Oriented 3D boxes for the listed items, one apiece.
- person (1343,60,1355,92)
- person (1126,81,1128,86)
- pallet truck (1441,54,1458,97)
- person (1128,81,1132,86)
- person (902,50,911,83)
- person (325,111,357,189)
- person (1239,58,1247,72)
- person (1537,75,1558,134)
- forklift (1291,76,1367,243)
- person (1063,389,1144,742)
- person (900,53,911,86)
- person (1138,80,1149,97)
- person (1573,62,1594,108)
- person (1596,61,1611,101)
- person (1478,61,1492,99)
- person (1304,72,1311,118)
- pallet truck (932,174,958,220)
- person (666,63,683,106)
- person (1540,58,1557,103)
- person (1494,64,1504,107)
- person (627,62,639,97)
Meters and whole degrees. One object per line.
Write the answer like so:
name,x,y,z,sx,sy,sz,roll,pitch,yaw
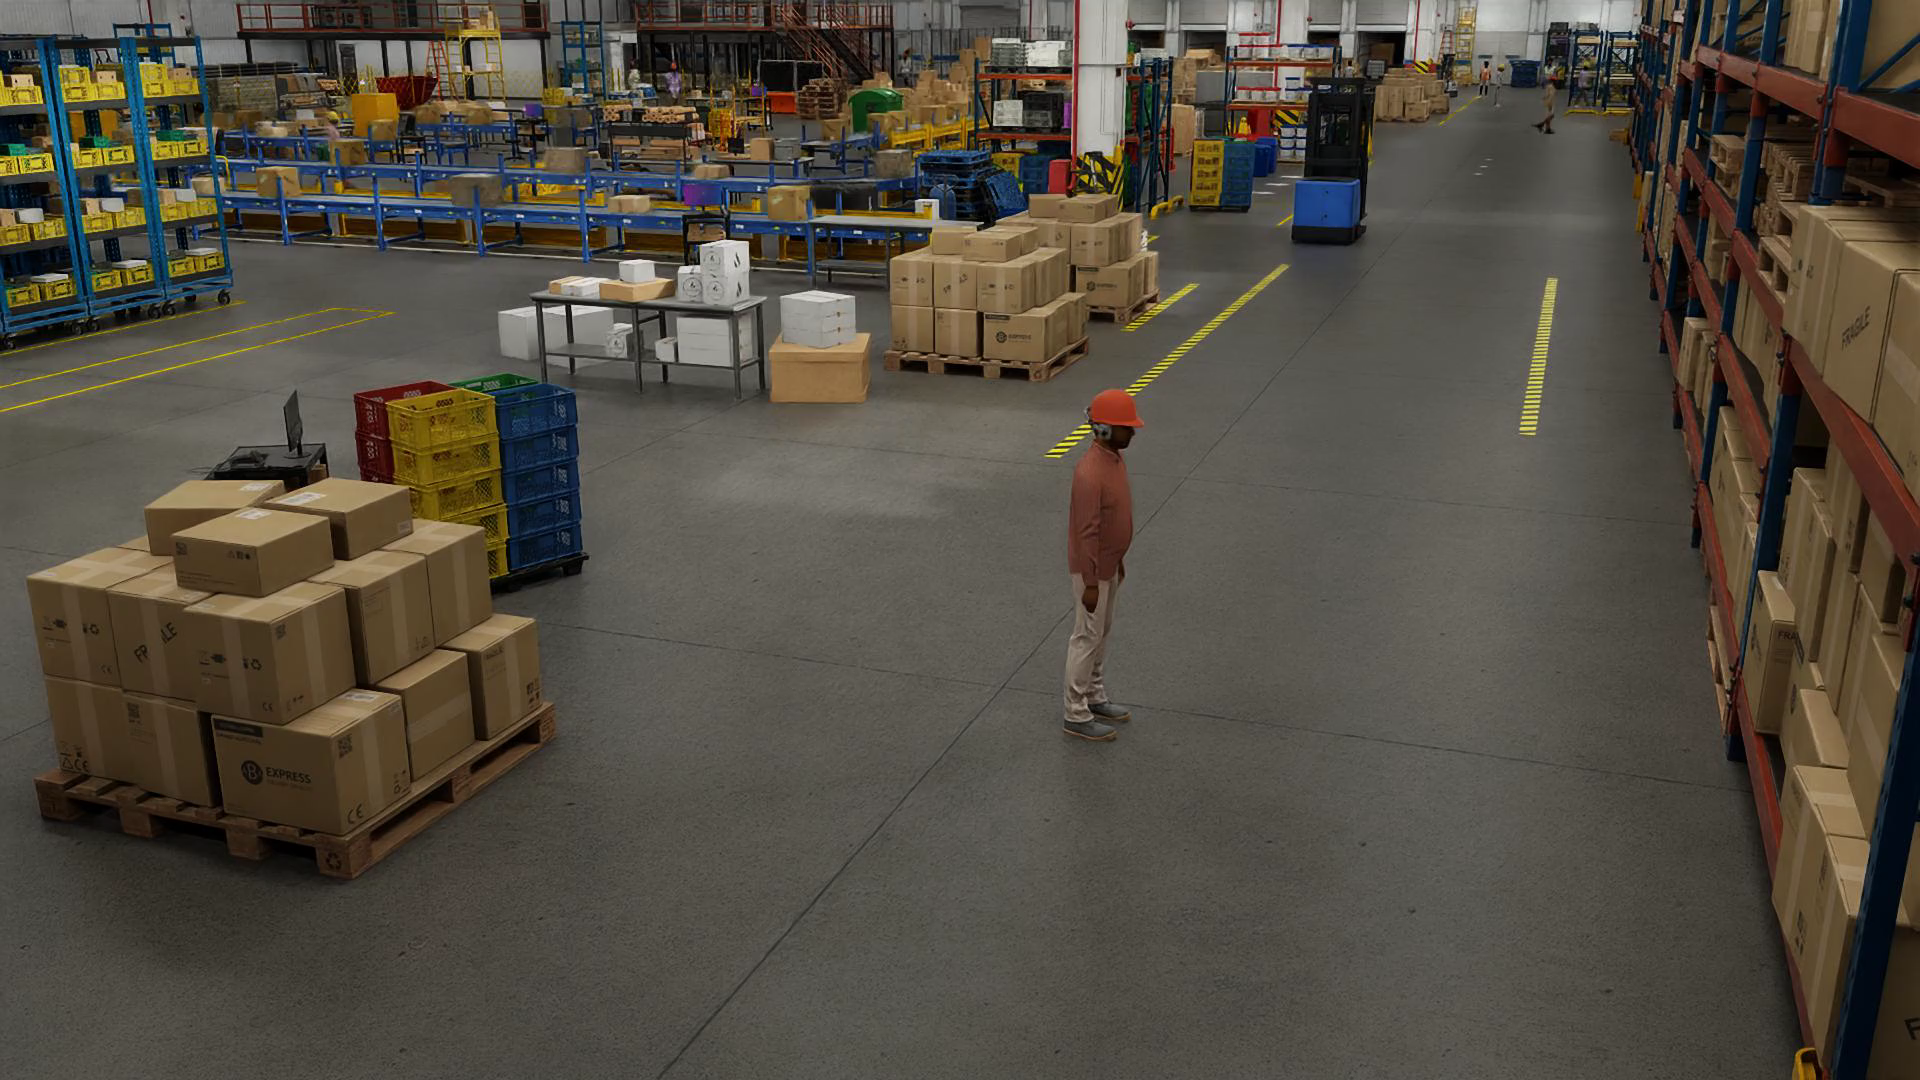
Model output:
person,17.060,-20.093,72.922,0.514,1.876,0.328,7,19,22
person,5.373,-14.070,54.118,0.623,1.792,0.903,6,19,18
pallet truck,22.765,-21.886,78.355,0.823,1.965,1.885,-4,18,-14
person,6.070,-16.121,60.254,0.395,1.989,0.619,-2,18,-5
person,-3.008,-26.819,94.147,0.632,1.822,0.733,-8,19,-23
person,-14.309,-8.889,37.939,0.801,1.736,0.530,-3,18,-9
person,14.051,-23.212,82.861,0.977,1.799,0.616,8,19,24
person,19.429,-14.375,54.903,0.556,1.901,0.582,1,18,4
forklift,6.598,-6.755,29.381,1.129,2.768,1.873,6,19,19
person,0.793,0.137,9.188,0.409,1.987,0.608,5,18,17
person,-2.763,-23.858,84.737,0.559,1.904,0.925,4,18,13
person,6.357,-14.885,56.904,0.531,1.654,0.873,7,19,22
person,26.190,-19.018,69.561,0.826,1.868,0.628,7,19,21
person,28.793,-20.472,74.274,0.532,1.786,0.954,-9,20,-27
person,24.333,-21.328,77.095,0.529,1.694,0.321,8,19,22
person,13.174,-16.787,62.791,0.600,1.721,0.379,-2,18,-8
pallet truck,-0.507,-5.292,27.348,0.653,1.274,1.630,6,19,19
person,-11.090,-17.476,64.493,0.614,2.017,0.921,-9,20,-27
person,25.921,-20.209,73.216,0.388,1.919,0.594,-15,23,-38
person,22.926,-19.305,70.659,0.297,1.744,0.484,8,19,24
person,-13.800,-19.154,69.985,0.624,1.867,0.590,6,19,19
